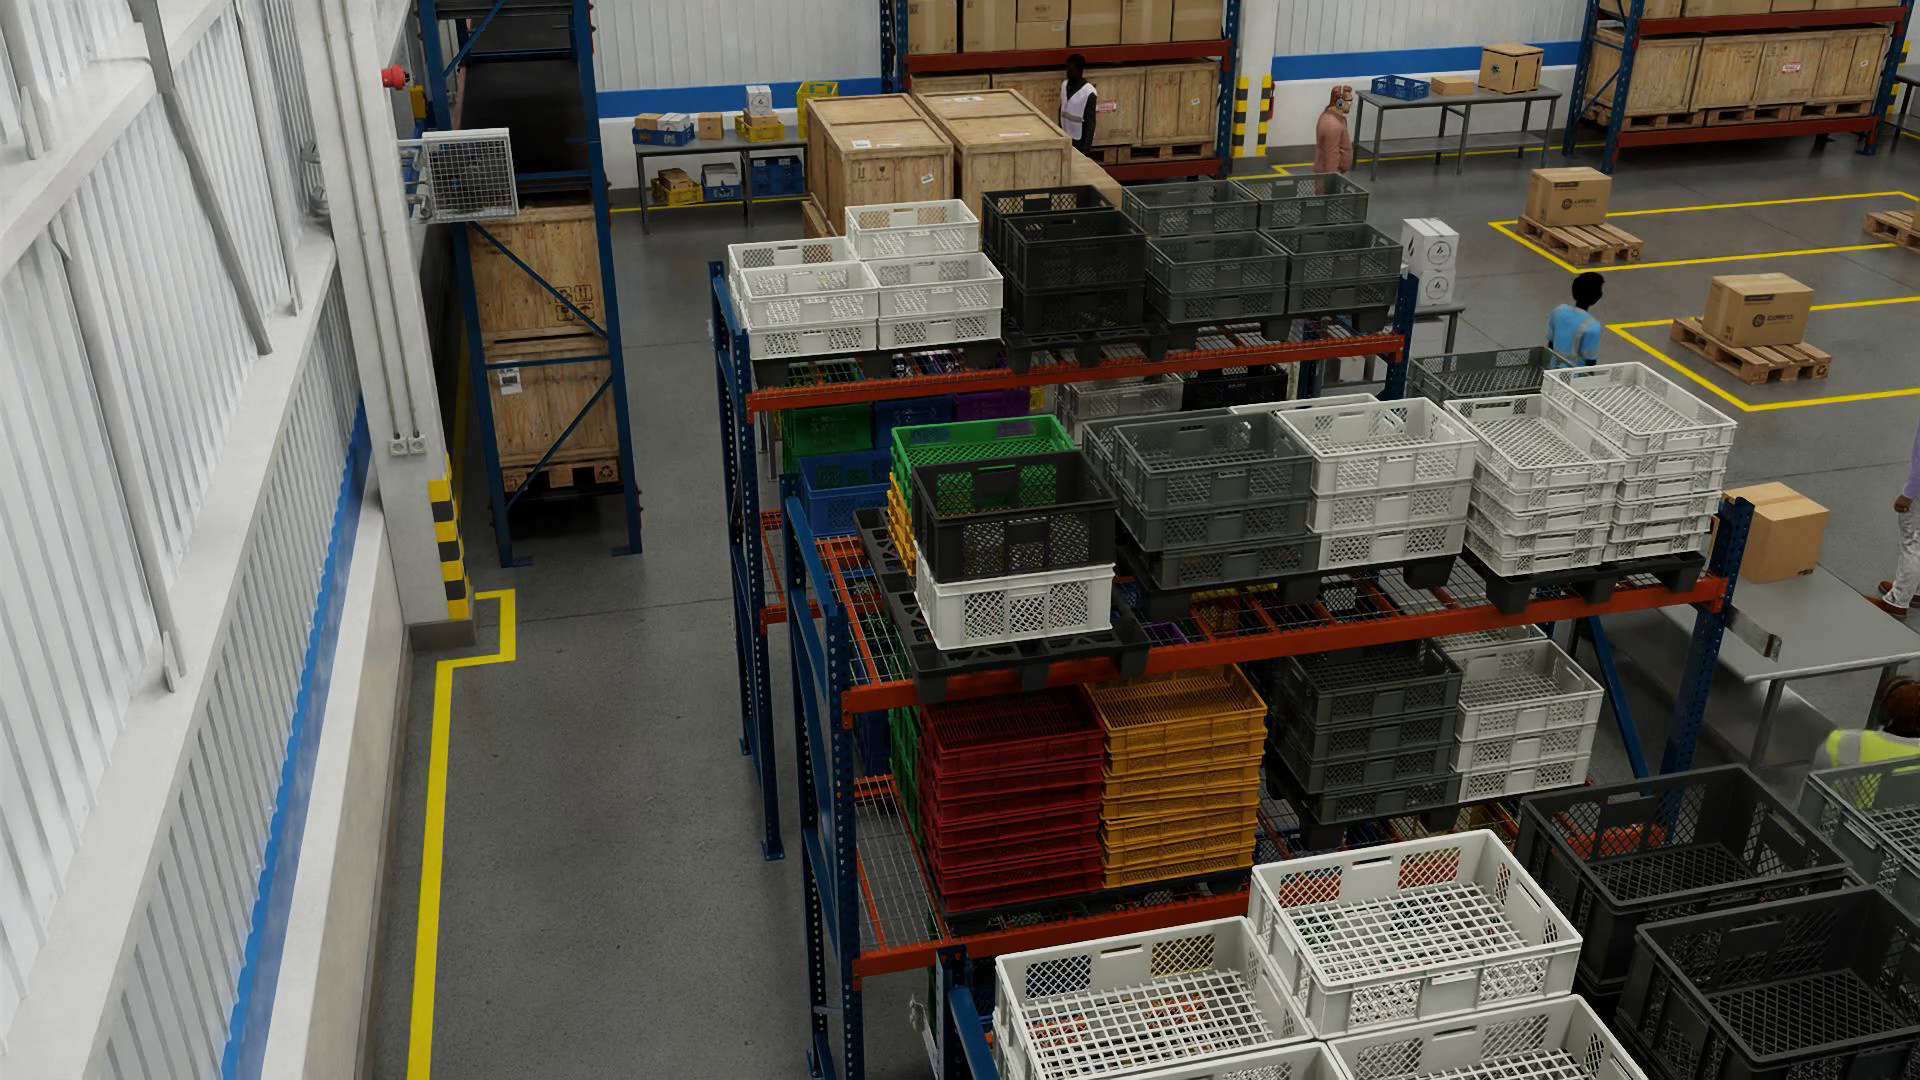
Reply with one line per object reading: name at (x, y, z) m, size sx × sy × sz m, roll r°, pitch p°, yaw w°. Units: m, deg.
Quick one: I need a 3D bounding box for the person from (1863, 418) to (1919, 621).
person at (6.401, -0.383, 10.974) m, size 0.627 × 1.935 × 0.373 m, roll -20°, pitch 34°, yaw -33°

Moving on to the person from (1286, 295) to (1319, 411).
person at (2.705, -1.489, 13.152) m, size 0.316 × 1.861 × 0.516 m, roll -5°, pitch 28°, yaw -9°

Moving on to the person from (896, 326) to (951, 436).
person at (-0.273, -0.865, 11.942) m, size 0.356 × 1.883 × 0.573 m, roll 18°, pitch 33°, yaw 30°

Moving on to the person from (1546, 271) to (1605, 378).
person at (4.723, -1.261, 12.888) m, size 0.317 × 1.695 × 0.540 m, roll -10°, pitch 29°, yaw -17°

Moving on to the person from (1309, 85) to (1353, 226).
person at (3.931, -3.849, 17.588) m, size 0.401 × 1.900 × 0.639 m, roll 4°, pitch 28°, yaw 7°

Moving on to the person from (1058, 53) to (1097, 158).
person at (1.315, -4.555, 18.906) m, size 0.392 × 1.919 × 0.591 m, roll -18°, pitch 33°, yaw -30°

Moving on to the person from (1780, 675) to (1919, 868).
person at (4.142, 1.449, 7.620) m, size 0.681 × 1.827 × 0.432 m, roll 9°, pitch 29°, yaw 16°
